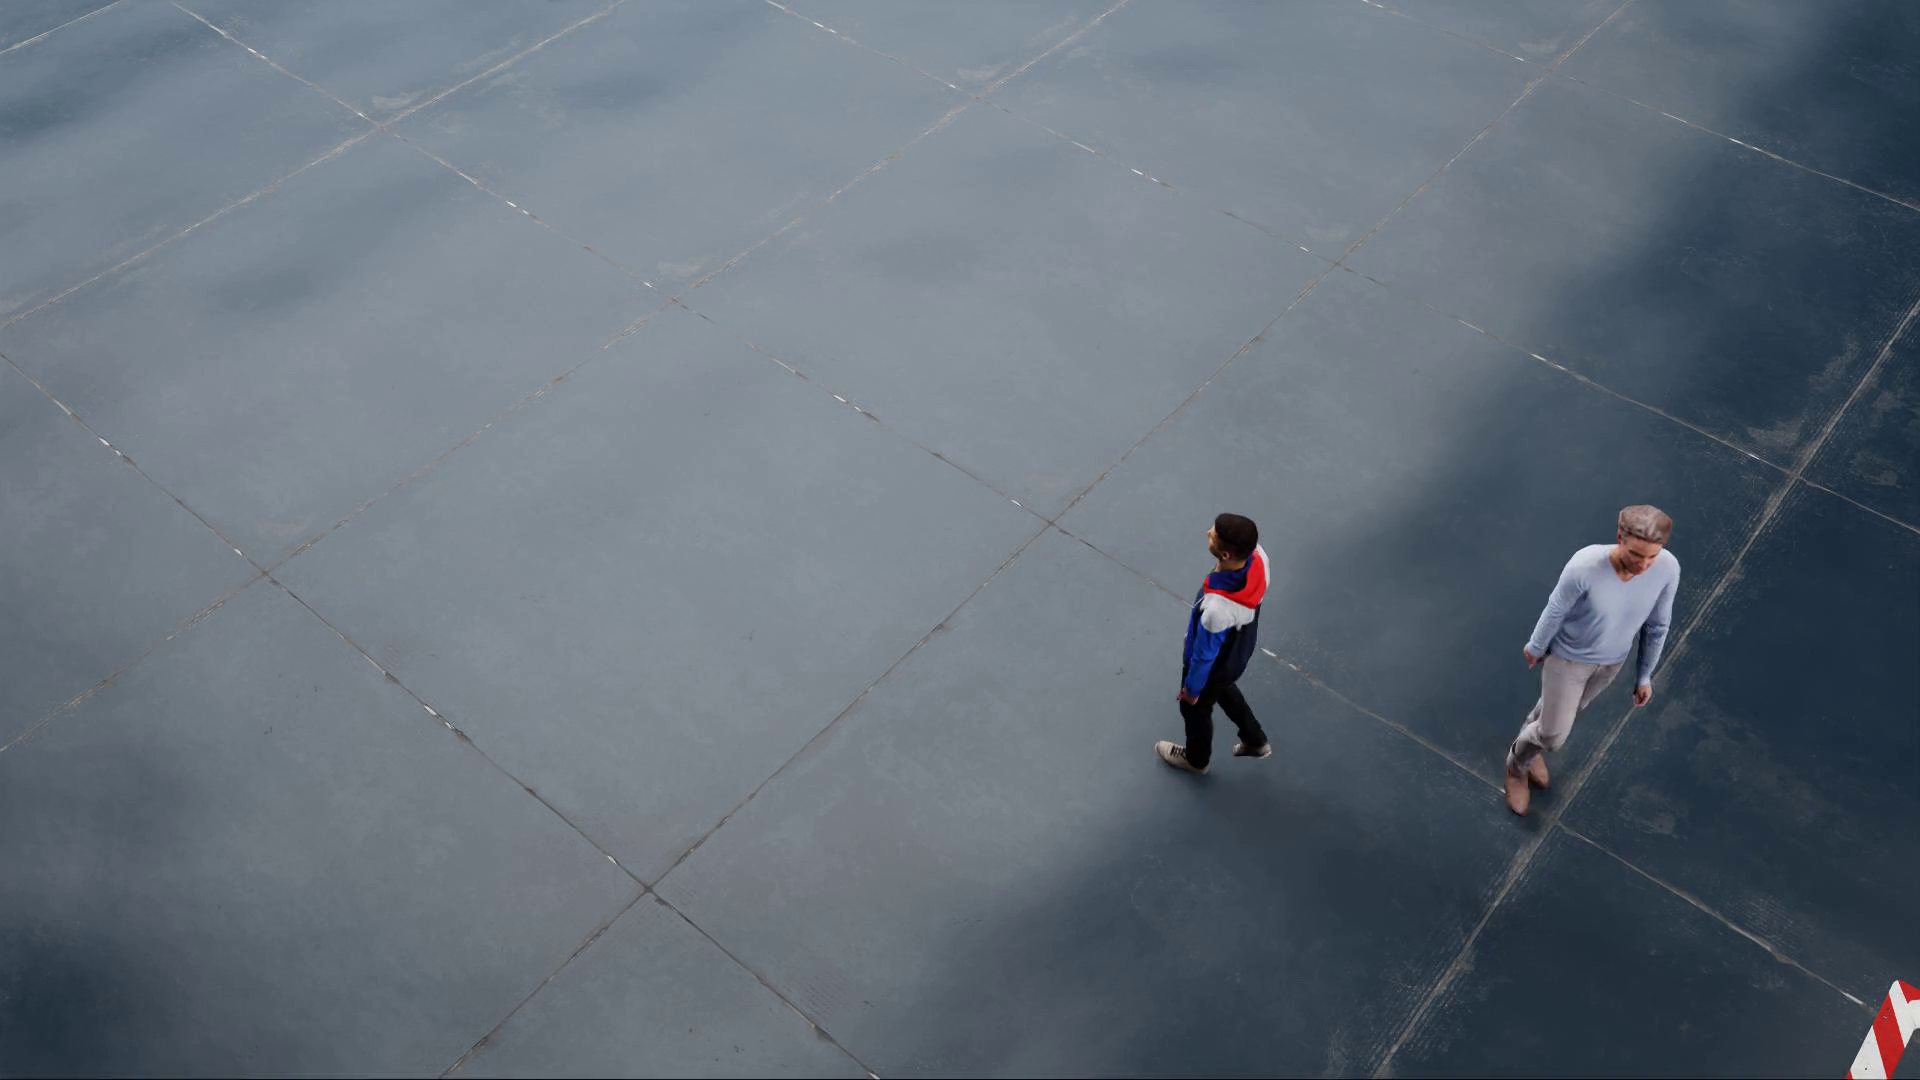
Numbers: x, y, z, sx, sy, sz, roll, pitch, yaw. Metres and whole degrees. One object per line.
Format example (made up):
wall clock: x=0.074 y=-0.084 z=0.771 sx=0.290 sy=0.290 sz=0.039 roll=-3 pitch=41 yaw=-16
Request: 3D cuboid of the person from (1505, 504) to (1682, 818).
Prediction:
person: x=2.747 y=0.433 z=7.389 sx=0.820 sy=1.873 sz=0.880 roll=-5 pitch=47 yaw=-5

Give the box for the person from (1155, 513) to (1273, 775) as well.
person: x=1.221 y=0.523 z=7.391 sx=0.816 sy=1.748 sz=0.719 roll=23 pitch=51 yaw=20
